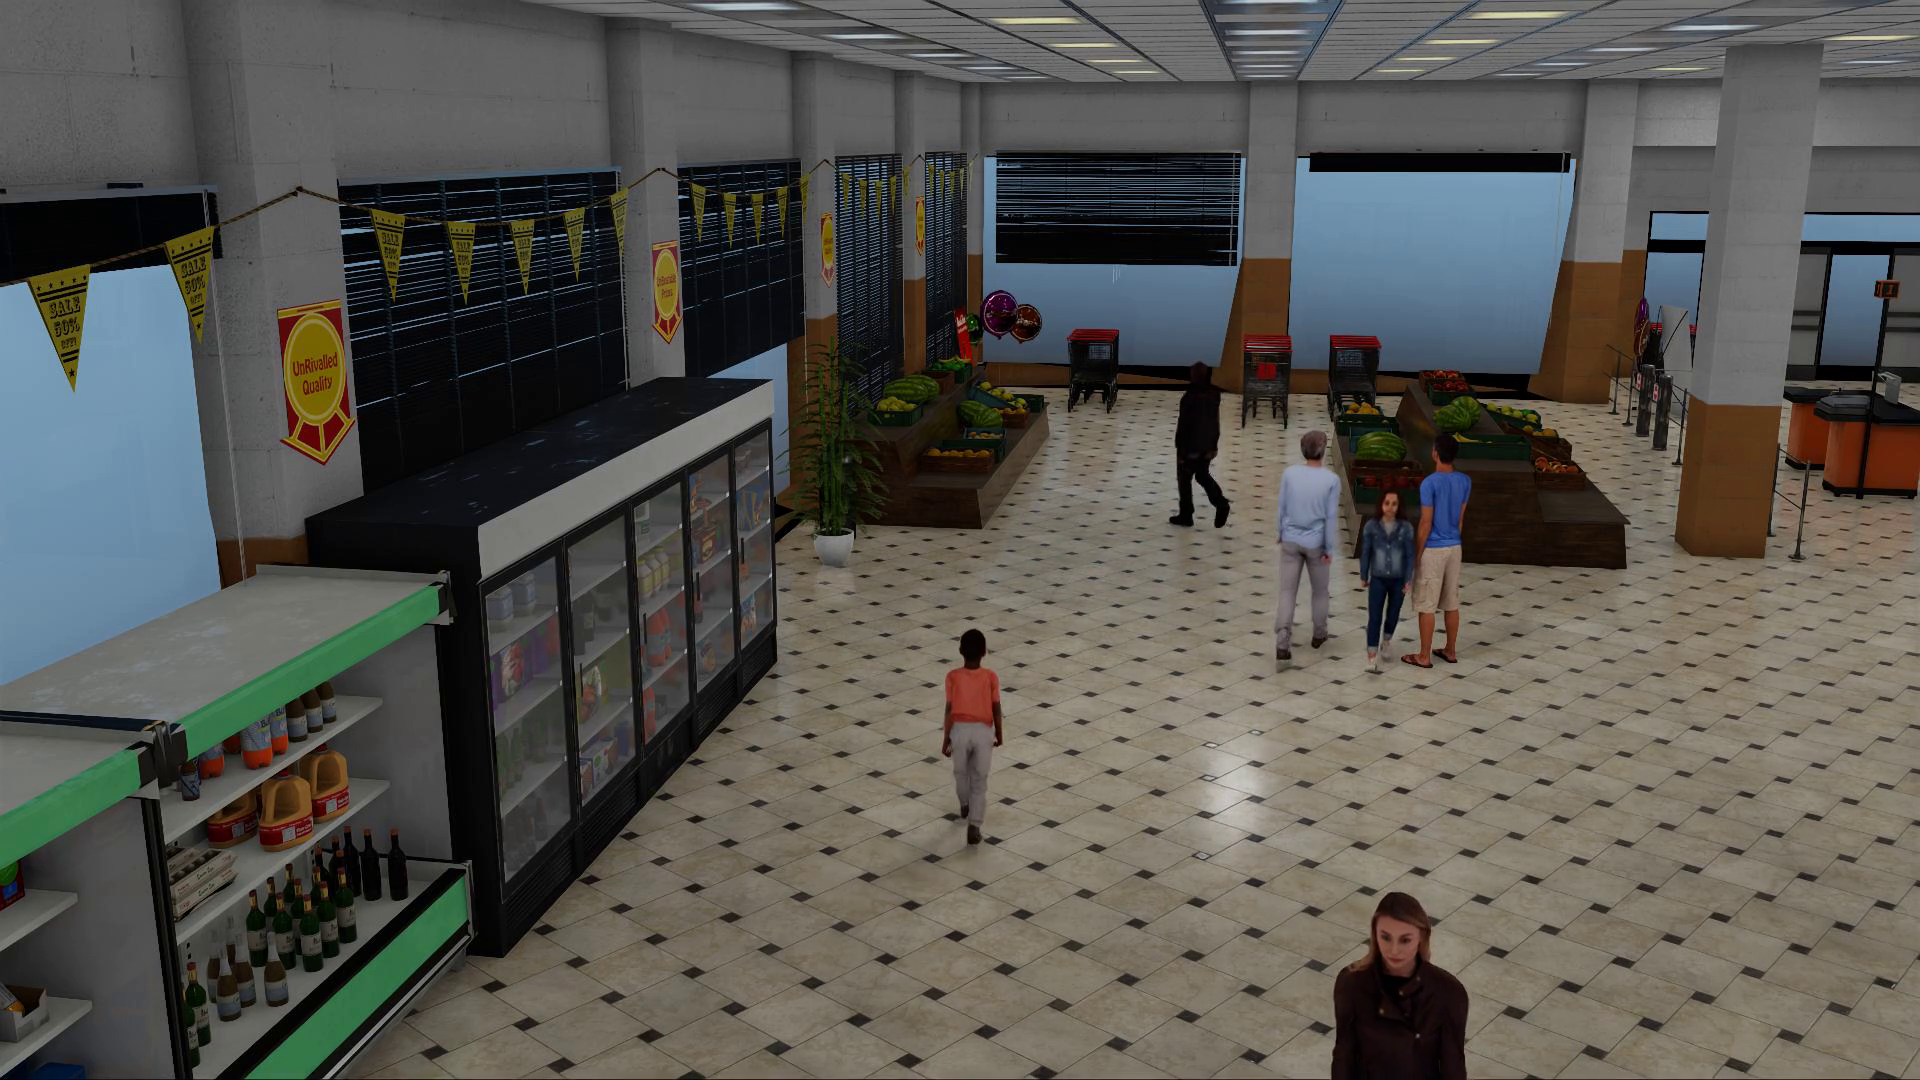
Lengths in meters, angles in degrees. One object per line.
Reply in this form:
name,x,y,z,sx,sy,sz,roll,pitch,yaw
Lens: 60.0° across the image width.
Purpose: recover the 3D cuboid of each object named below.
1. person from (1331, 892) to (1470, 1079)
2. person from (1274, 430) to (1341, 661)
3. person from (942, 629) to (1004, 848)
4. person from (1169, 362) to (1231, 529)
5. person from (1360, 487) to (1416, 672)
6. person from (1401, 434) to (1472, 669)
person,1.528,1.992,5.773,0.628,1.679,1.067,3,14,13
person,2.723,0.080,13.288,0.781,1.854,1.246,5,14,19
person,0.071,1.195,9.906,0.530,1.281,0.903,2,14,6
person,2.588,-0.985,17.788,1.089,1.802,1.174,-8,16,-31
person,3.422,0.309,13.227,0.589,1.437,1.008,4,14,14
person,3.826,0.081,13.264,0.729,1.863,0.757,-7,15,-26
